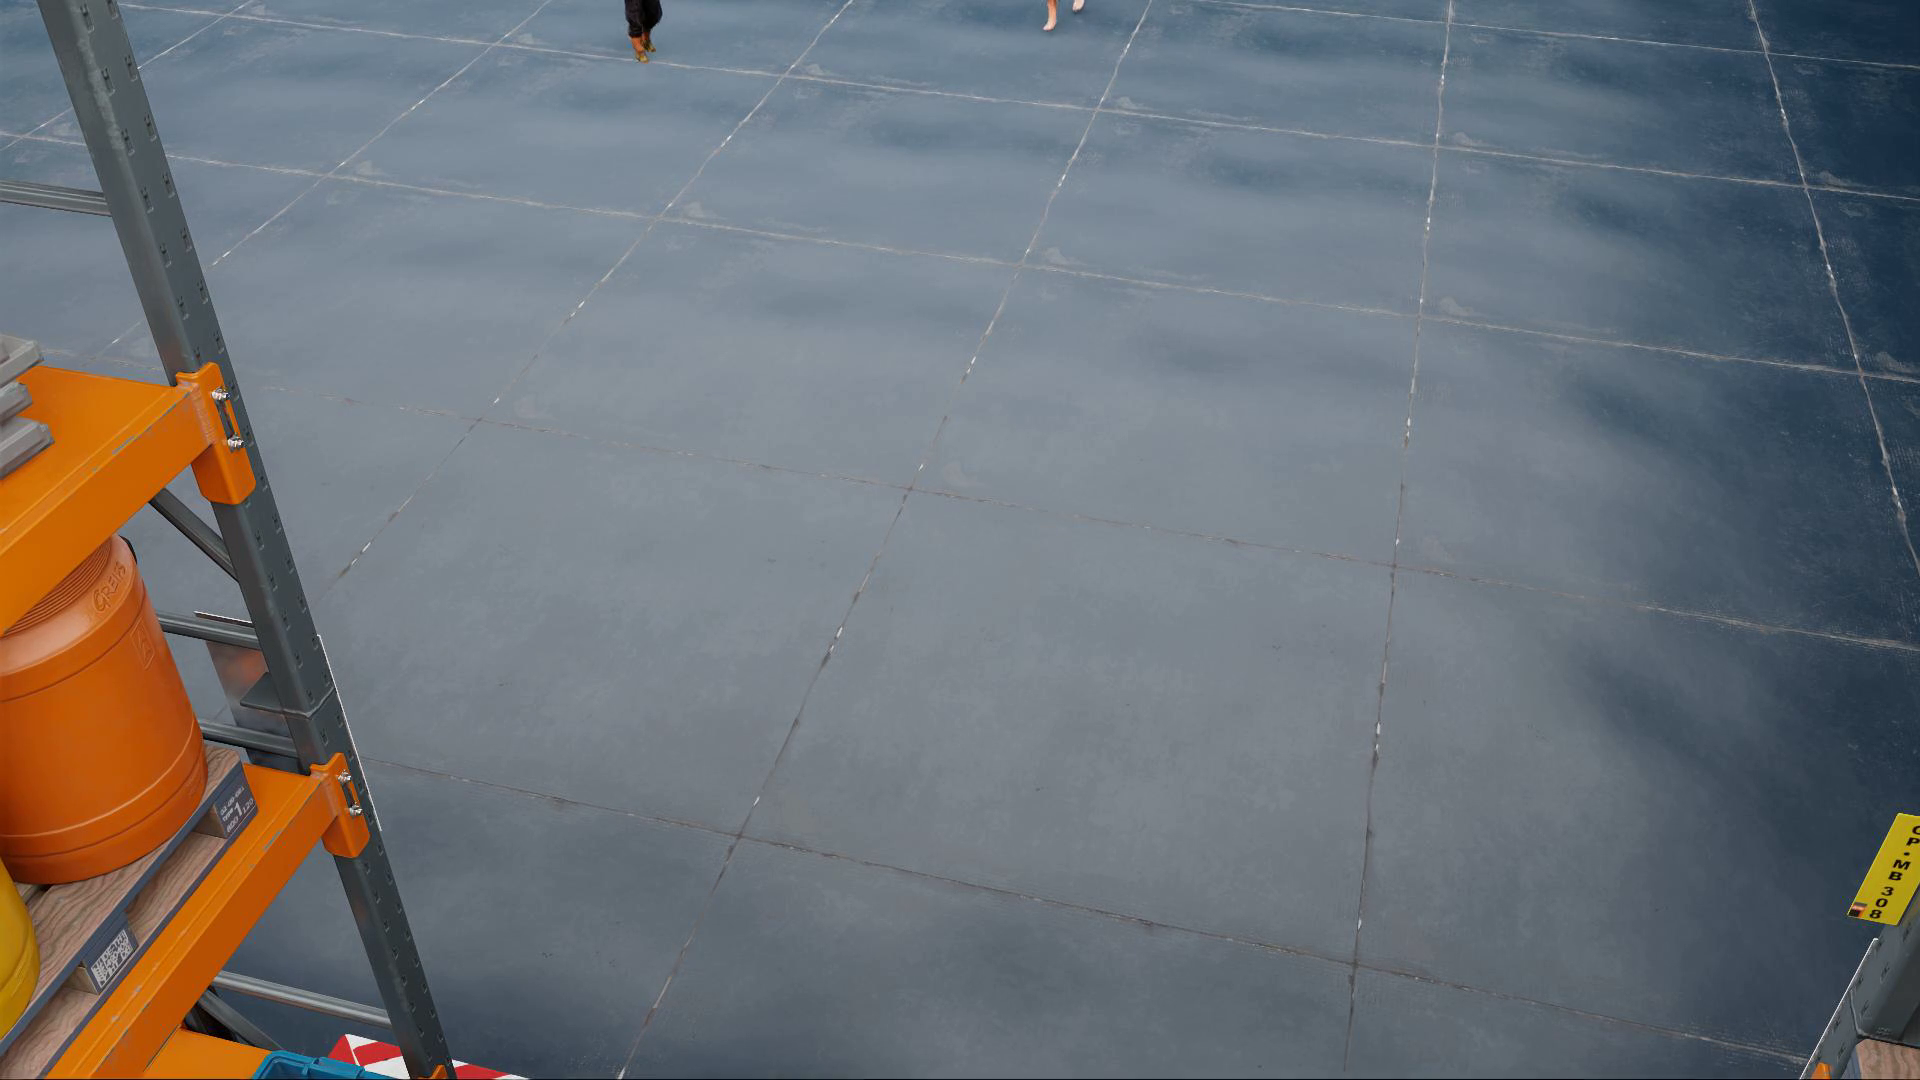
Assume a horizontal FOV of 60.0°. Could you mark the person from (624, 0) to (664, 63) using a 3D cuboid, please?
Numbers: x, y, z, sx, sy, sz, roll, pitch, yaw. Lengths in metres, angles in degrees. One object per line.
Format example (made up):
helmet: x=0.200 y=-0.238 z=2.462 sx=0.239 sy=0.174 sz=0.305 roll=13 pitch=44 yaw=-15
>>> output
person: x=-3.080 y=-5.284 z=15.648 sx=0.726 sy=1.451 sz=0.804 roll=-27 pitch=46 yaw=-30

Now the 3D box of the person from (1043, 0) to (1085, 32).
person: x=1.058 y=-5.965 z=16.217 sx=0.629 sy=1.822 sz=1.080 roll=11 pitch=39 yaw=14
